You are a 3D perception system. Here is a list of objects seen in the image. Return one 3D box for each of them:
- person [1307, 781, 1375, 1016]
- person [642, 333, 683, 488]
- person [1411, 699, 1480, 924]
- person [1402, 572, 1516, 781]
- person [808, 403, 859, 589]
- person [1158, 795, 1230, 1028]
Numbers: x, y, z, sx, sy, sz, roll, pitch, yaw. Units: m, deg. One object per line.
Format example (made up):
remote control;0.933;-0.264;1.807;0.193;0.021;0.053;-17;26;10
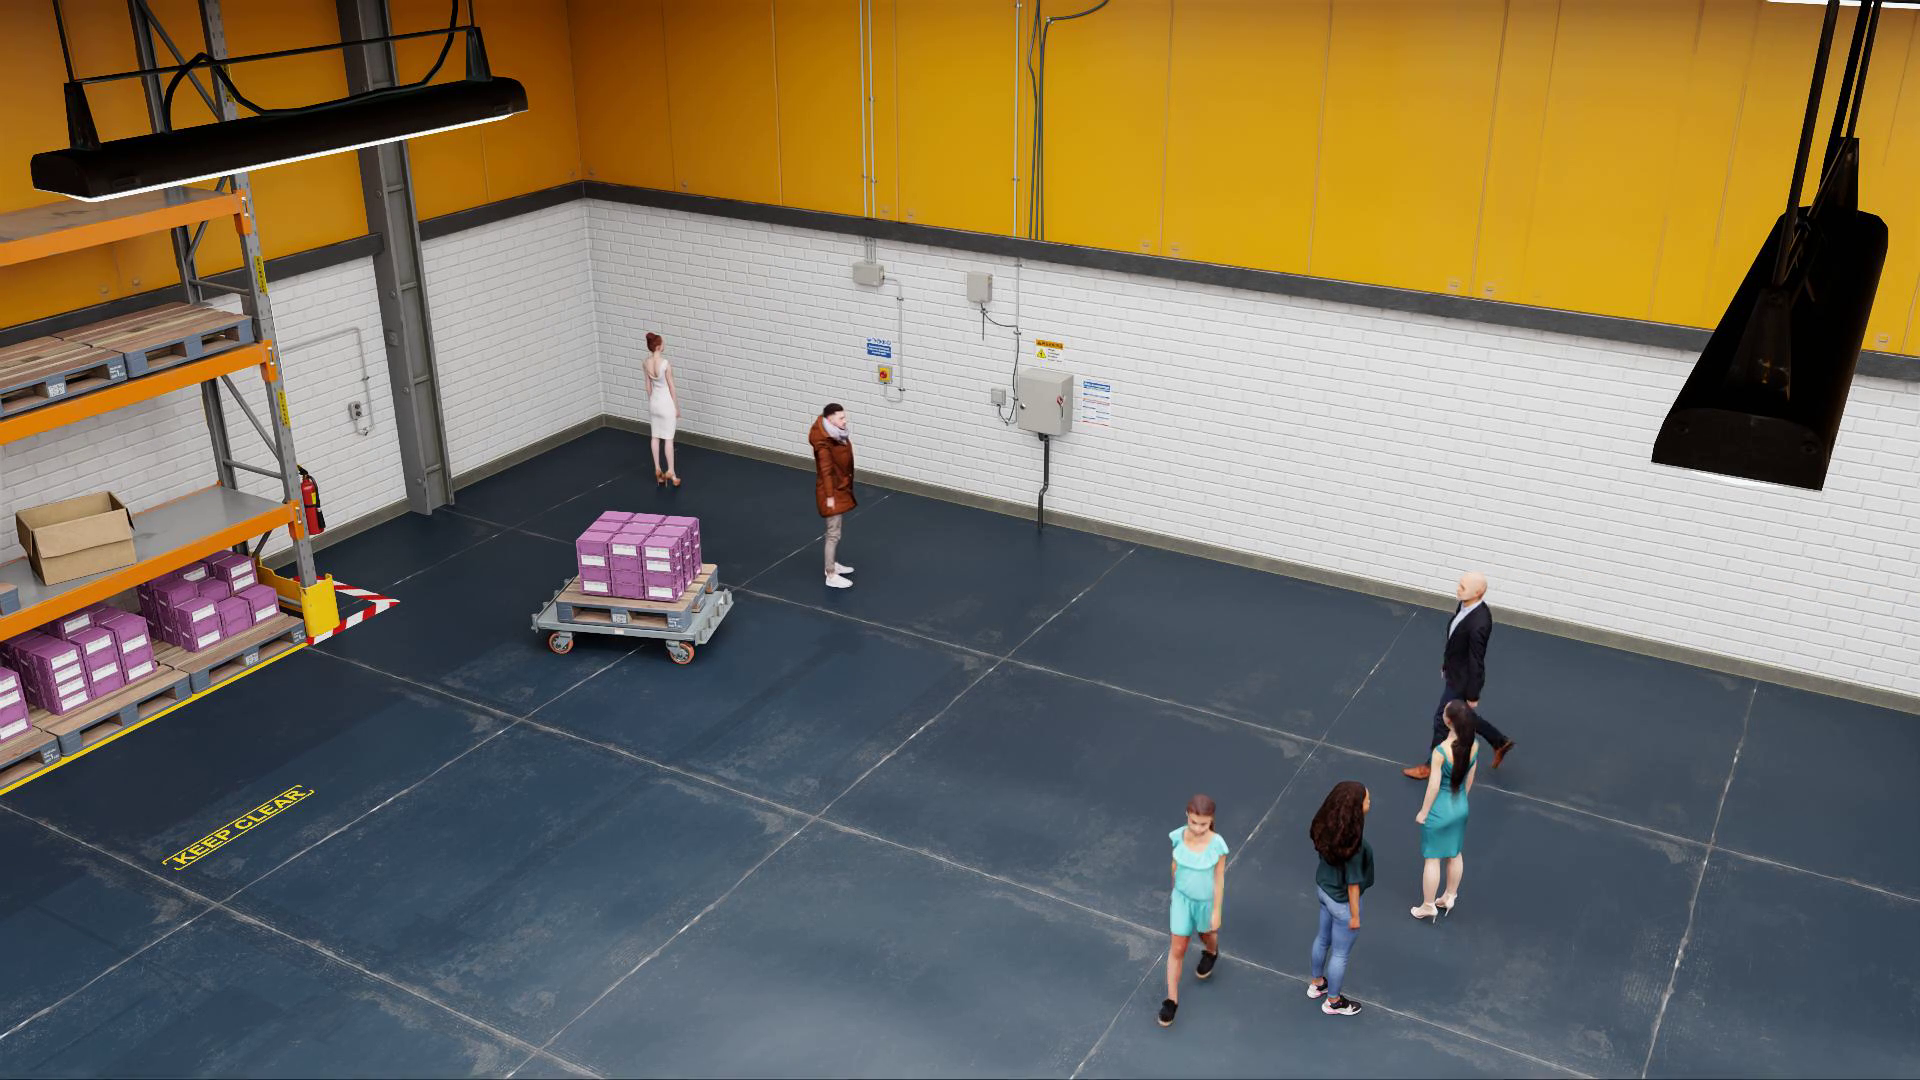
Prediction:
person;2.368;2.220;10.383;0.771;1.617;0.715;-7;25;-16
person;-3.345;-1.462;18.589;0.575;1.791;0.475;14;27;29
person;3.276;1.822;11.200;0.584;1.692;0.682;-11;26;-24
person;3.952;1.060;12.833;1.011;1.780;1.131;2;24;6
person;-1.243;-0.453;16.221;0.902;1.839;0.814;0;24;0
person;1.521;2.228;10.485;0.611;1.521;1.052;11;26;24
